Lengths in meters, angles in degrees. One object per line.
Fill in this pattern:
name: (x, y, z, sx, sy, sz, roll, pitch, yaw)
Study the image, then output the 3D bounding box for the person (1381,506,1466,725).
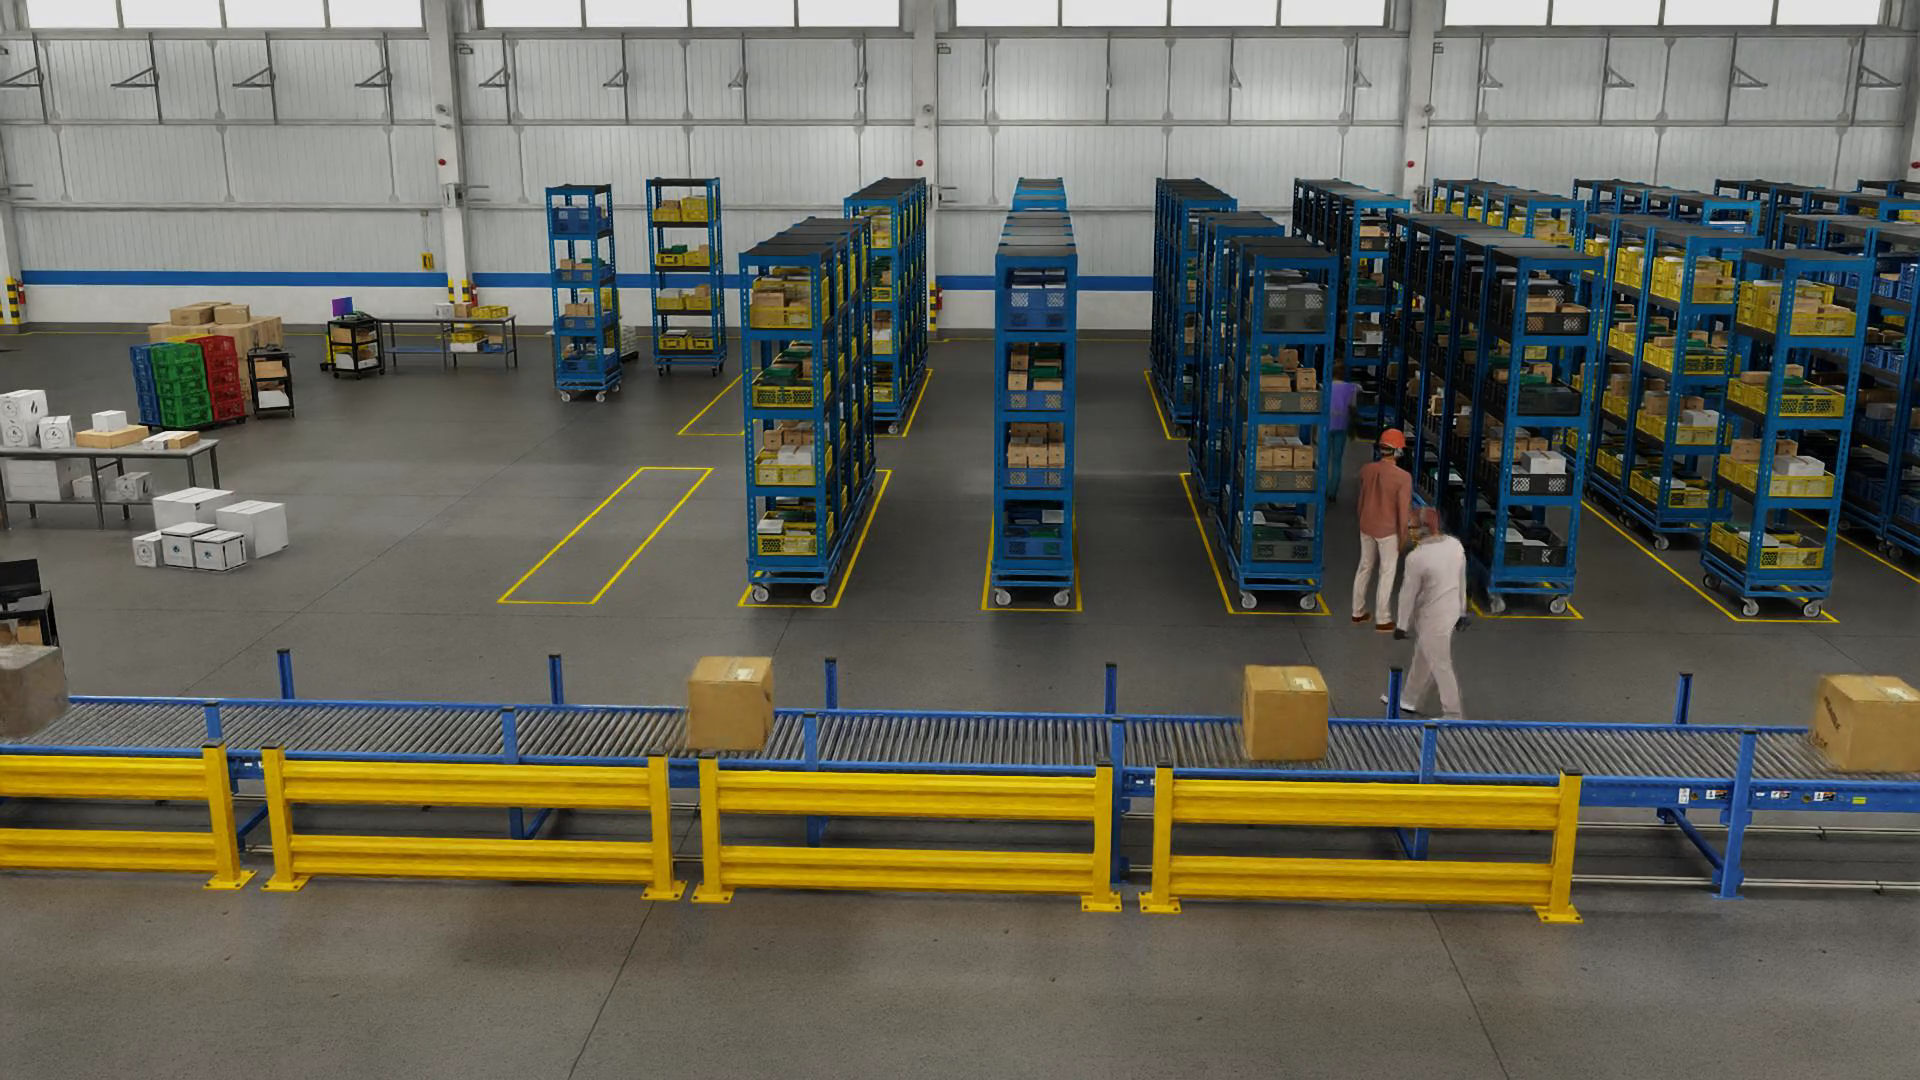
person: (3.826, 0.629, 13.684, 0.675, 1.857, 0.880, -15, 21, -43)

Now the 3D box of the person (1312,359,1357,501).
person: (4.824, -1.438, 21.488, 0.583, 1.793, 0.996, 2, 15, 7)

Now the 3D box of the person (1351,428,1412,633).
person: (4.121, -0.103, 16.191, 0.446, 1.980, 0.623, -10, 18, -34)
